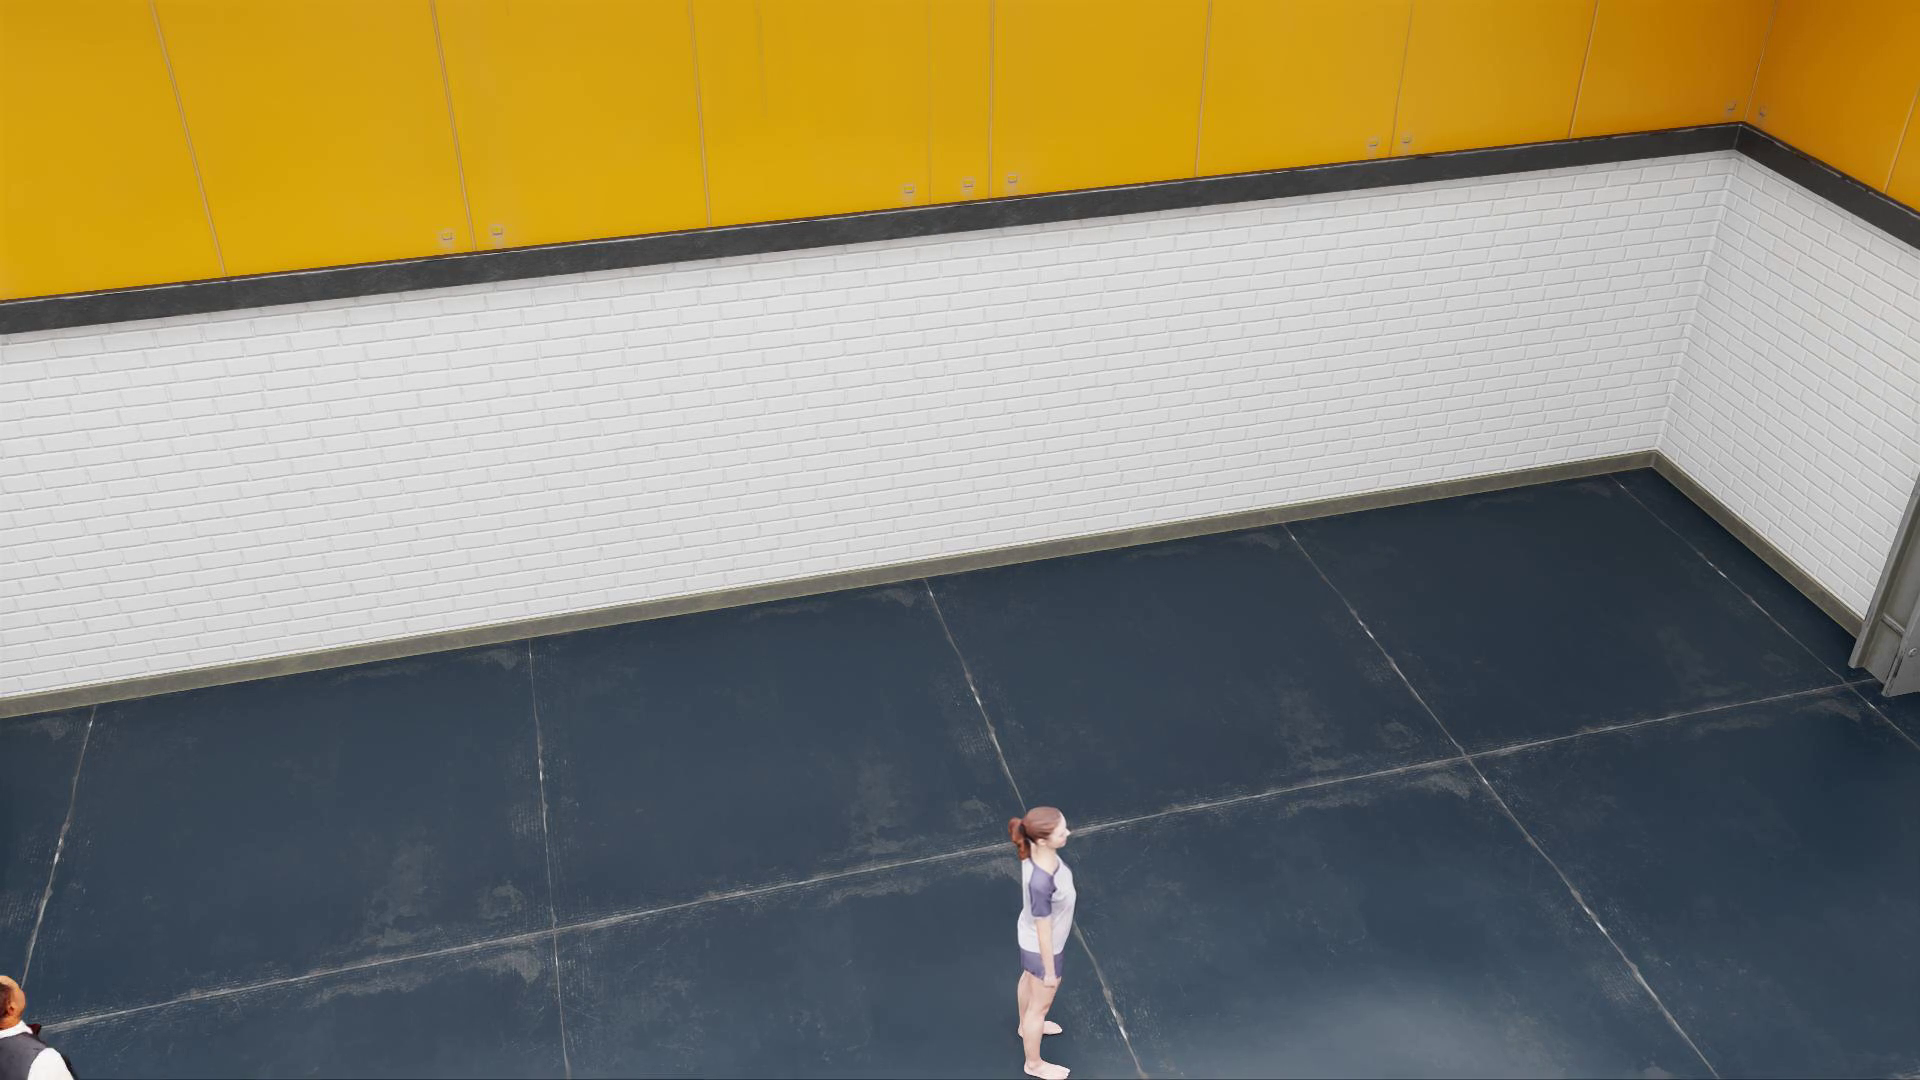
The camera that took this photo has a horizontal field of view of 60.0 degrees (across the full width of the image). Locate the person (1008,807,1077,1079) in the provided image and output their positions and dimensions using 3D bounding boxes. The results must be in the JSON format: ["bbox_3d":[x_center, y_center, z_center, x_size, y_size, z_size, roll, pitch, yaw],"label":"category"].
[{"bbox_3d":[0.423,2.057,8.620,0.684,1.768,0.566,-2,34,-2],"label":"person"}]
